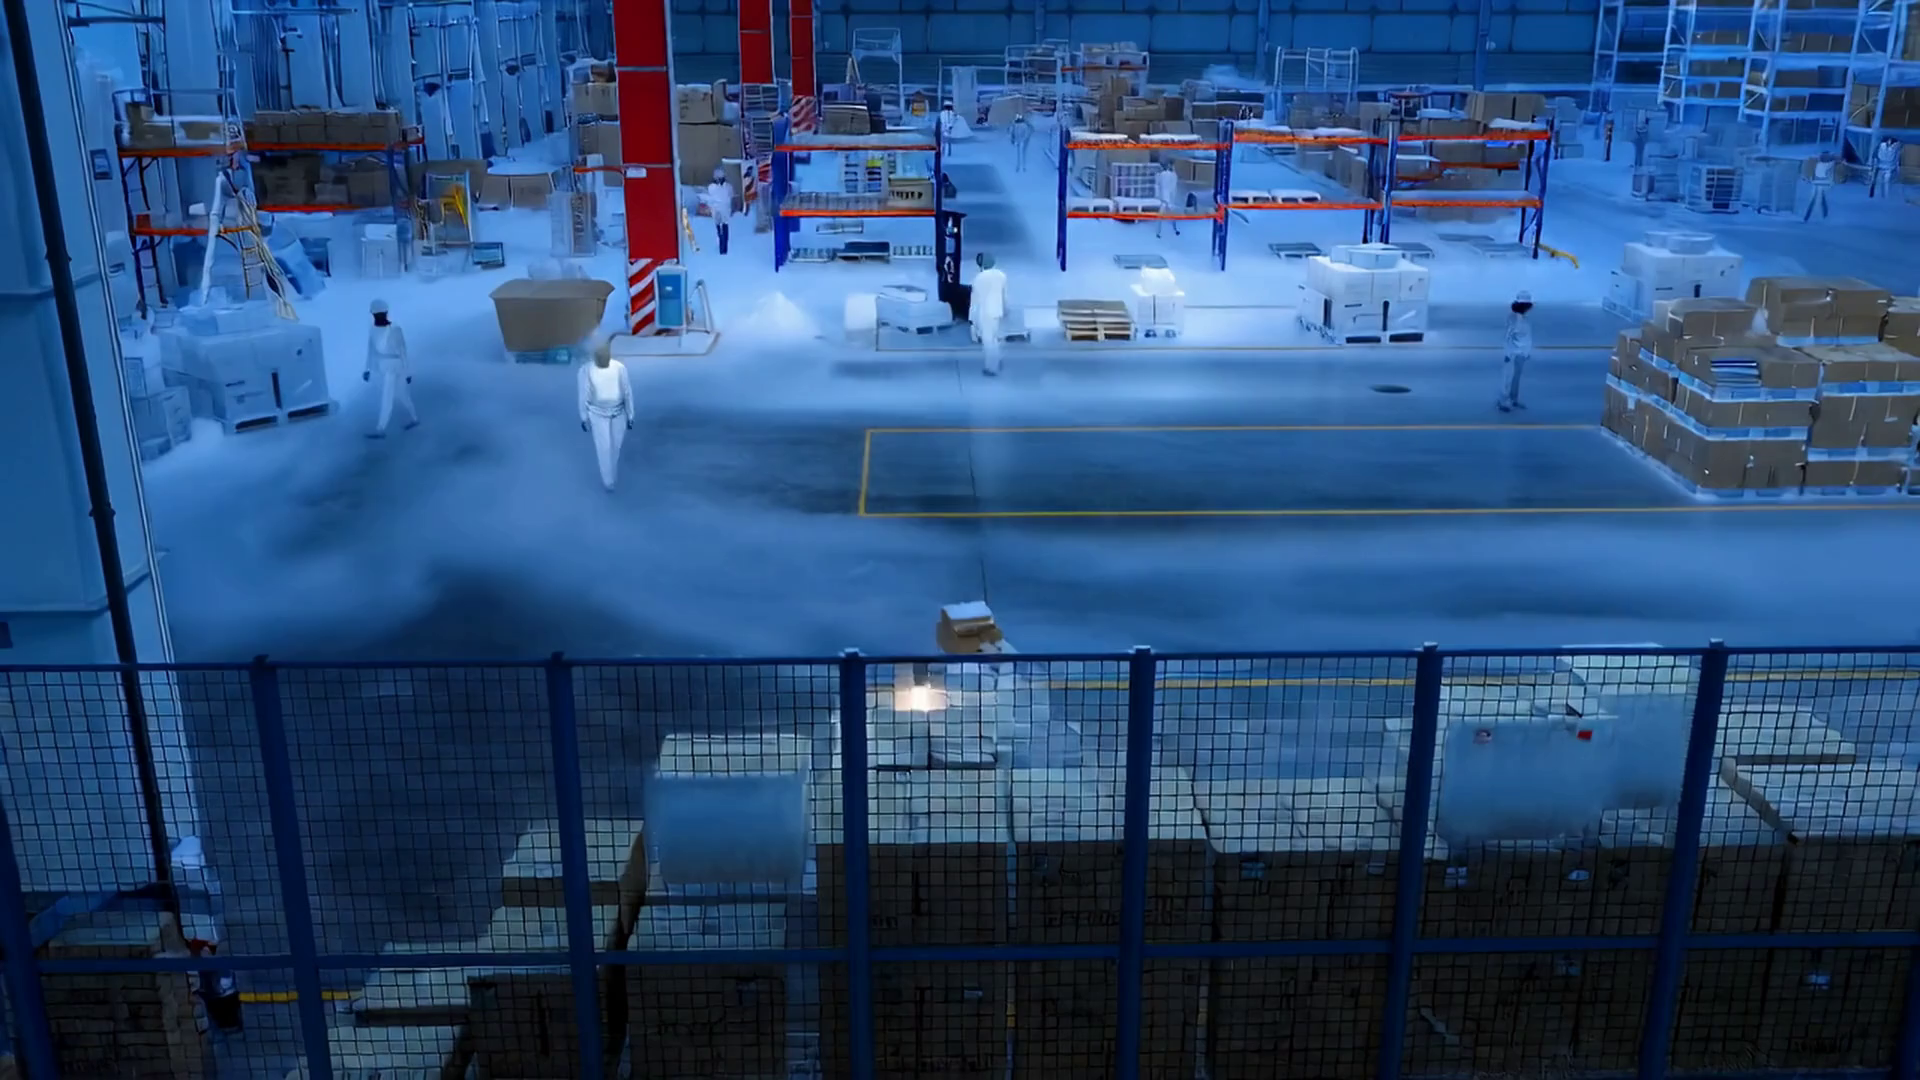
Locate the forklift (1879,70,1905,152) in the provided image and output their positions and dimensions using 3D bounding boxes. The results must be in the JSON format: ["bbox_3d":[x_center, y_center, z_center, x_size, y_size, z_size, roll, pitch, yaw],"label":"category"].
[{"bbox_3d":[32.946,-15.383,59.505,1.873,2.768,1.129,8,20,22],"label":"forklift"}]

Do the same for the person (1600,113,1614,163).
[{"bbox_3d":[21.771,-13.516,55.898,0.314,1.629,0.509,1,19,3],"label":"person"}]

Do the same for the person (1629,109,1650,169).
[{"bbox_3d":[22.085,-13.019,53.992,0.398,1.911,0.588,-8,20,-22],"label":"person"}]

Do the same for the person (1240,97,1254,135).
[{"bbox_3d":[10.917,-16.028,63.361,0.520,1.627,0.378,8,20,23],"label":"person"}]

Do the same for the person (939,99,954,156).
[{"bbox_3d":[-0.473,-14.354,57.907,0.551,1.936,0.356,-1,19,-4],"label":"person"}]

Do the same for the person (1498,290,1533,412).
[{"bbox_3d":[7.916,-2.681,23.591,0.485,1.737,0.320,-12,22,-32],"label":"person"}]

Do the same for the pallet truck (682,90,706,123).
[{"bbox_3d":[-9.671,-15.907,62.421,0.823,1.965,1.885,5,19,15],"label":"pallet truck"}]

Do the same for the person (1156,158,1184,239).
[{"bbox_3d":[4.979,-8.087,39.395,0.882,1.887,0.597,-15,24,-38],"label":"person"}]

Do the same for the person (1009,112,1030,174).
[{"bbox_3d":[1.872,-12.580,52.684,0.655,1.918,0.738,2,19,6],"label":"person"}]

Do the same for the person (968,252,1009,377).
[{"bbox_3d":[0.422,-3.476,25.668,0.633,1.921,0.530,-15,24,-38],"label":"person"}]

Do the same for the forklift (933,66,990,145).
[{"bbox_3d":[0.030,-16.139,61.749,1.873,2.768,1.129,-10,21,-28],"label":"forklift"}]

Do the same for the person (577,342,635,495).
[{"bbox_3d":[-4.263,-1.519,20.042,0.629,1.807,0.911,-8,20,-22],"label":"person"}]

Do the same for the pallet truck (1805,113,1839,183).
[{"bbox_3d":[26.403,-11.957,50.702,0.823,1.965,1.885,6,19,16],"label":"pallet truck"}]

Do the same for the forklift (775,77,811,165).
[{"bbox_3d":[-5.920,-13.893,55.085,1.873,2.768,1.129,-1,19,-1],"label":"forklift"}]

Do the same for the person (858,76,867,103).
[{"bbox_3d":[-4.213,-19.090,71.978,0.372,1.932,0.623,1,19,2],"label":"person"}]

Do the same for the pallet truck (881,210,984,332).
[{"bbox_3d":[-0.493,-4.759,29.349,1.885,1.965,0.823,-13,23,-34],"label":"pallet truck"}]

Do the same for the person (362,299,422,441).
[{"bbox_3d":[-7.645,-2.291,22.223,0.594,1.873,1.029,13,23,34],"label":"person"}]

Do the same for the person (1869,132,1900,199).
[{"bbox_3d":[25.859,-10.462,46.508,0.621,1.845,0.430,9,20,24],"label":"person"}]

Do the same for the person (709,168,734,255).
[{"bbox_3d":[-5.354,-7.424,37.401,0.548,1.911,0.877,0,19,0],"label":"person"}]

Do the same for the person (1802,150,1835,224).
[{"bbox_3d":[21.691,-8.892,41.884,1.021,1.832,0.591,-16,24,-39],"label":"person"}]
